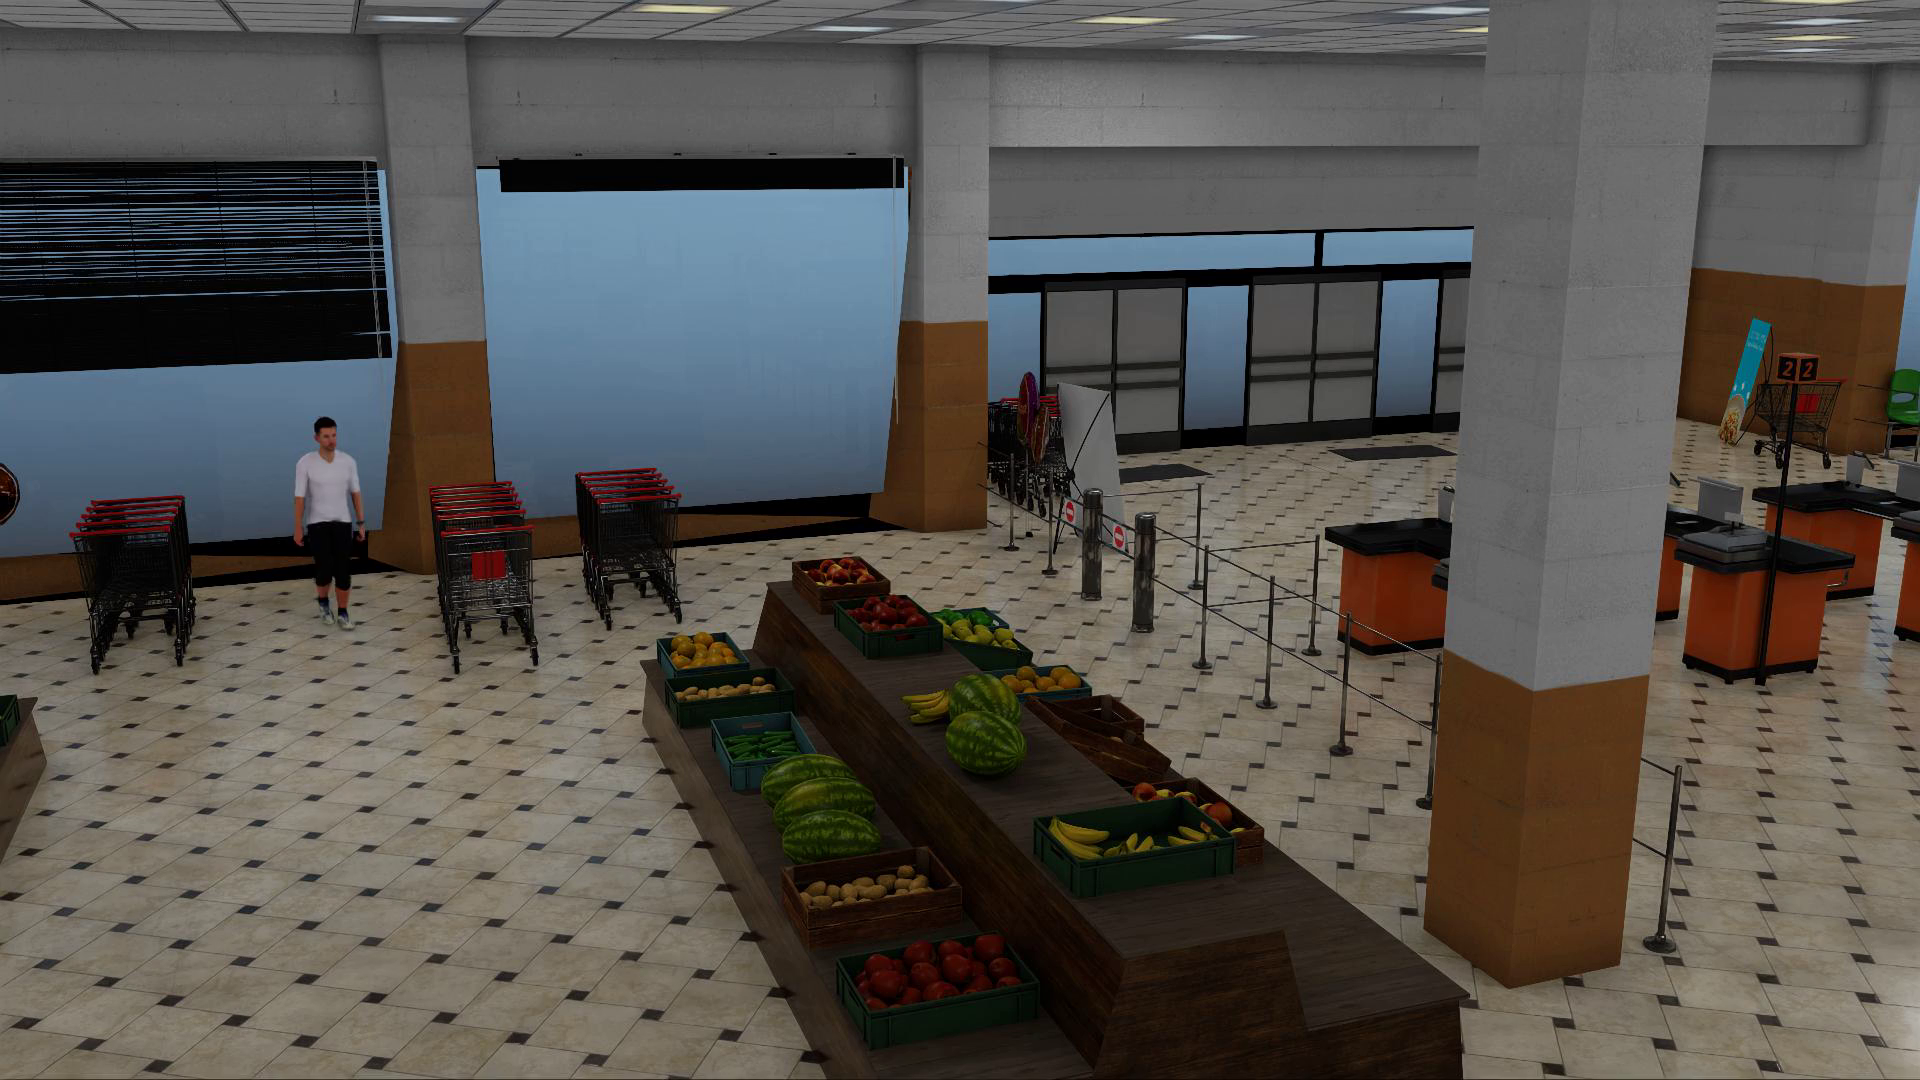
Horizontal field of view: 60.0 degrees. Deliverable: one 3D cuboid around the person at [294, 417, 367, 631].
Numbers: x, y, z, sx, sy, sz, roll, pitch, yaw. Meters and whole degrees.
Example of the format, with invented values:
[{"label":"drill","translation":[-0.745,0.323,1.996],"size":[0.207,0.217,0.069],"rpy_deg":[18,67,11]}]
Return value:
[{"label":"person","translation":[-5.369,-0.141,14.092],"size":[0.806,1.831,0.796],"rpy_deg":[-10,17,-37]}]
